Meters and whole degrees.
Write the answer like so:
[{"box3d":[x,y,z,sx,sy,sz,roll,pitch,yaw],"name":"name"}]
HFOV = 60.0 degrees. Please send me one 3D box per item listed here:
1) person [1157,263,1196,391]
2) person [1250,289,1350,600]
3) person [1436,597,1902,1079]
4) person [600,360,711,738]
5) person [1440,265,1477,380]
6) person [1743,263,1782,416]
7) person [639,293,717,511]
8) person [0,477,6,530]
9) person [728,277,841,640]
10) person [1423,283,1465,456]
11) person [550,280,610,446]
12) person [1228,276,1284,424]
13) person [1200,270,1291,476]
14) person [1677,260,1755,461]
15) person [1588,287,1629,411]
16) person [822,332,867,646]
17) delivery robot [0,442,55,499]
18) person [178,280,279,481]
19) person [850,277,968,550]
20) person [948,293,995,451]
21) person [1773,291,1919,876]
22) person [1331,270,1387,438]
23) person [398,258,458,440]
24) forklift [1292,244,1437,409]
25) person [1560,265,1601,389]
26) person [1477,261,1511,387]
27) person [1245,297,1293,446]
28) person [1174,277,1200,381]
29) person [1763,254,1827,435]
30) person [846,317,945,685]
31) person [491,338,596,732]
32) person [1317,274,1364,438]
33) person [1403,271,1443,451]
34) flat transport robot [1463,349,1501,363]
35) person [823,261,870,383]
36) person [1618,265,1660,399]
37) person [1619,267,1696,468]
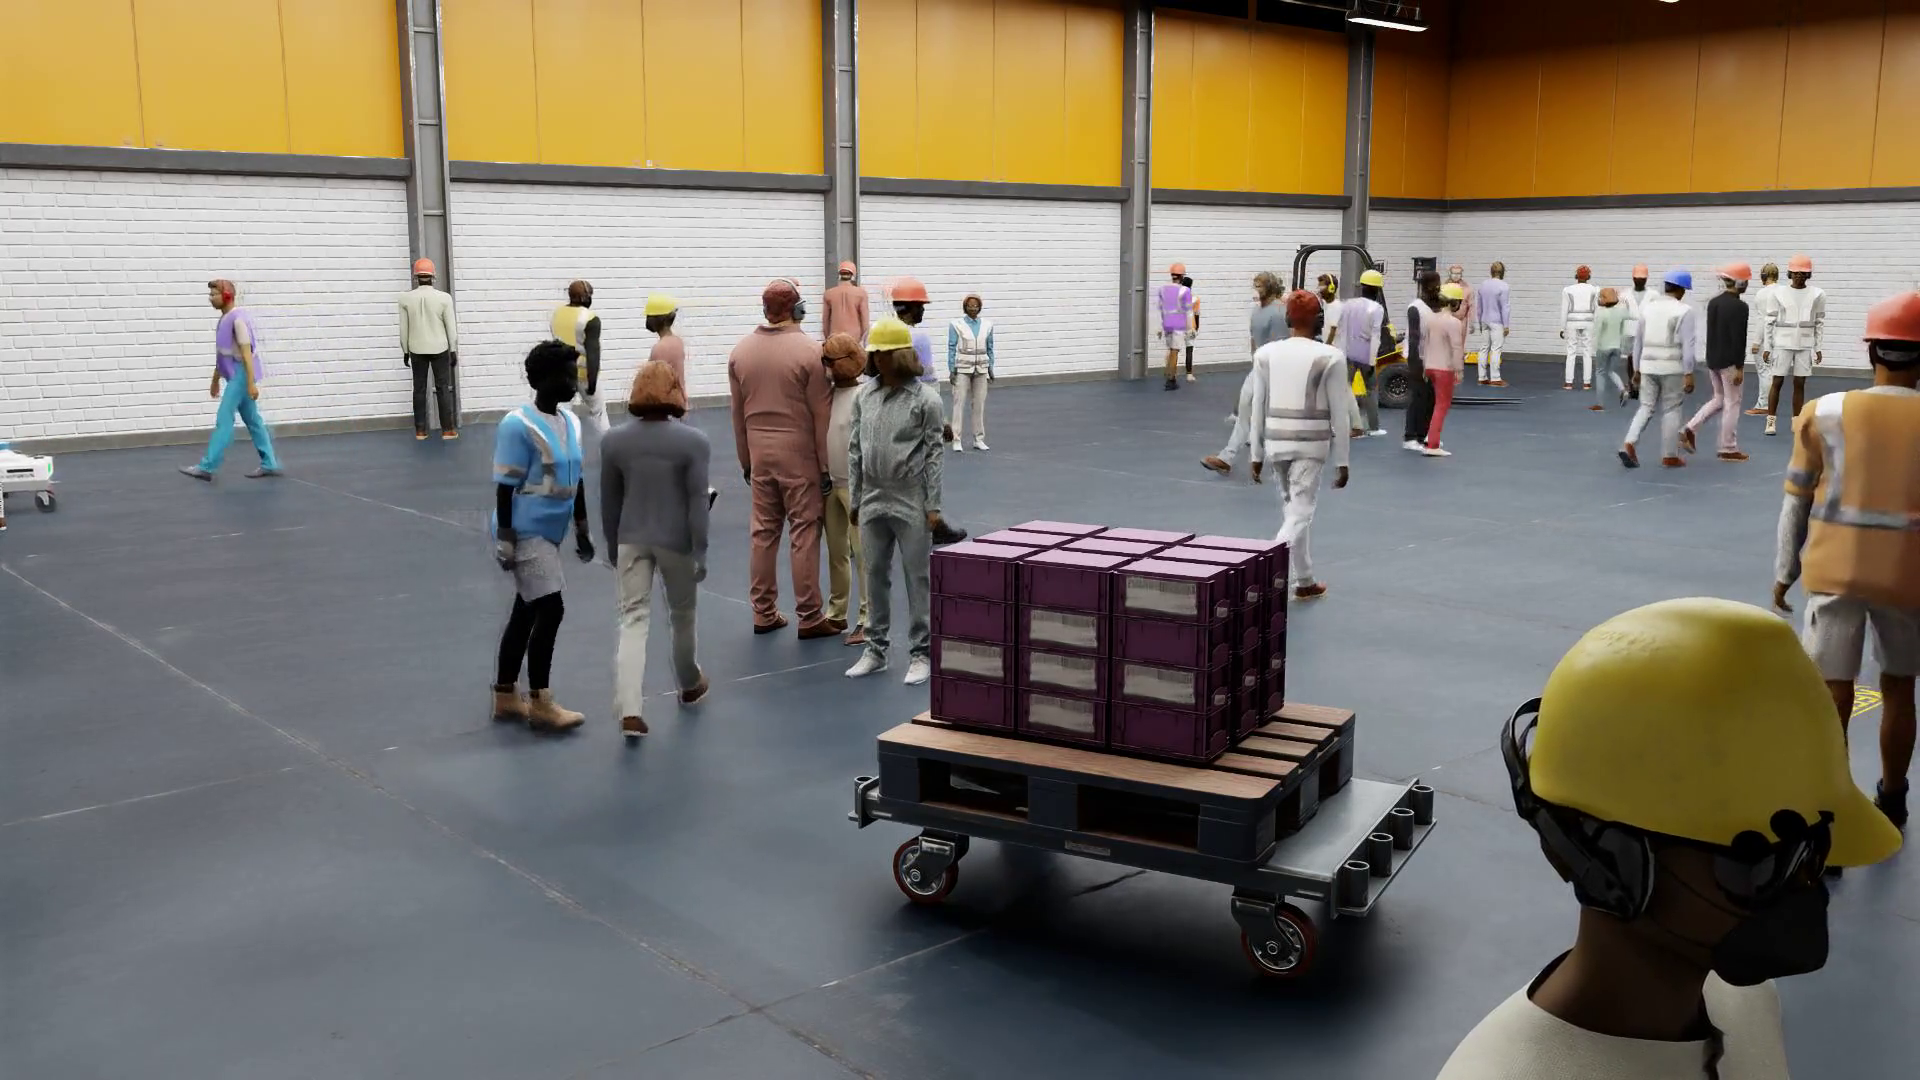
[{"box3d":[3.304,-3.224,25.186,0.548,1.909,0.738,8,13,40],"name":"person"},{"box3d":[1.898,-0.498,9.457,0.584,1.850,0.926,8,13,40],"name":"person"},{"box3d":[0.545,0.914,1.391,0.310,1.769,0.522,9,13,43],"name":"person"},{"box3d":[-1.309,0.024,7.148,0.513,1.583,0.903,1,10,5],"name":"person"},{"box3d":[8.017,-3.505,26.946,0.673,1.867,0.806,2,10,14],"name":"person"},{"box3d":[10.218,-2.528,21.052,0.627,1.936,0.374,-8,12,-38],"name":"person"},{"box3d":[-2.122,-0.944,12.289,0.476,1.751,0.546,2,10,9],"name":"person"},{"box3d":[-7.193,-0.953,12.042,0.325,1.863,0.516,-2,10,-12],"name":"person"},{"box3d":[-0.901,-0.427,8.823,0.641,1.913,0.408,6,11,30],"name":"person"},{"box3d":[4.898,-1.710,16.794,0.425,1.748,0.555,-3,10,-16],"name":"person"},{"box3d":[-3.660,-1.593,16.003,0.635,1.792,0.959,6,11,30],"name":"person"},{"box3d":[3.593,-2.193,19.515,0.980,1.802,0.523,-2,10,-11],"name":"person"},{"box3d":[2.733,-1.495,15.149,1.004,1.879,0.655,-3,10,-15],"name":"person"},{"box3d":[7.495,-1.747,16.333,0.599,1.983,0.634,-1,10,-7],"name":"person"},{"box3d":[8.444,-2.470,21.609,0.522,1.617,0.478,-4,10,-21],"name":"person"},{"box3d":[-0.602,-0.269,8.701,0.278,1.633,0.498,-9,14,-44],"name":"person"},{"box3d":[-7.538,-0.528,13.099,0.707,0.478,0.477,-5,11,-28],"name":"delivery robot"},{"box3d":[-6.630,-1.425,14.954,0.926,1.798,0.599,-6,12,-33],"name":"person"},{"box3d":[-0.381,-0.846,11.376,1.009,1.891,0.549,-6,11,-30],"name":"person"},{"box3d":[0.118,-1.739,17.303,0.518,1.636,0.312,-4,10,-21],"name":"person"},{"box3d":[3.072,0.126,5.623,0.568,1.901,0.886,5,11,27],"name":"person"},{"box3d":[4.421,-2.062,18.497,0.979,1.882,0.596,-8,13,-40],"name":"person"},{"box3d":[-5.857,-2.101,18.366,0.620,1.997,0.372,-1,10,-6],"name":"person"},{"box3d":[5.256,-2.933,22.661,2.313,2.155,1.214,3,10,16],"name":"forklift"},{"box3d":[9.430,-3.225,25.288,0.572,1.883,0.356,3,10,17],"name":"person"},{"box3d":[8.278,-3.337,25.776,0.356,1.937,0.638,-4,11,-24],"name":"person"},{"box3d":[3.344,-1.772,17.669,0.925,1.590,0.539,-5,11,-29],"name":"person"},{"box3d":[3.619,-3.405,26.912,0.534,1.689,0.320,4,10,20],"name":"person"},{"box3d":[9.382,-2.182,18.713,0.615,2.039,0.391,3,10,15],"name":"person"},{"box3d":[-0.319,-0.181,7.877,0.492,1.740,0.324,5,11,25],"name":"person"},{"box3d":[-1.784,-0.023,7.142,0.567,1.668,0.552,2,10,11],"name":"person"},{"box3d":[4.061,-2.016,18.436,0.986,1.810,0.525,-2,10,-10],"name":"person"},{"box3d":[4.818,-1.844,17.283,0.623,1.852,0.457,-7,12,-37],"name":"person"},{"box3d":[9.831,-3.492,31.560,0.652,0.197,1.431,2,10,10],"name":"flat transport robot"},{"box3d":[-1.447,-2.586,21.301,0.632,1.976,0.480,1,10,4],"name":"person"},{"box3d":[9.629,-2.955,23.678,0.567,1.882,1.009,4,11,25],"name":"person"},{"box3d":[6.667,-1.627,15.840,0.579,1.941,0.634,-5,11,-29],"name":"person"}]
